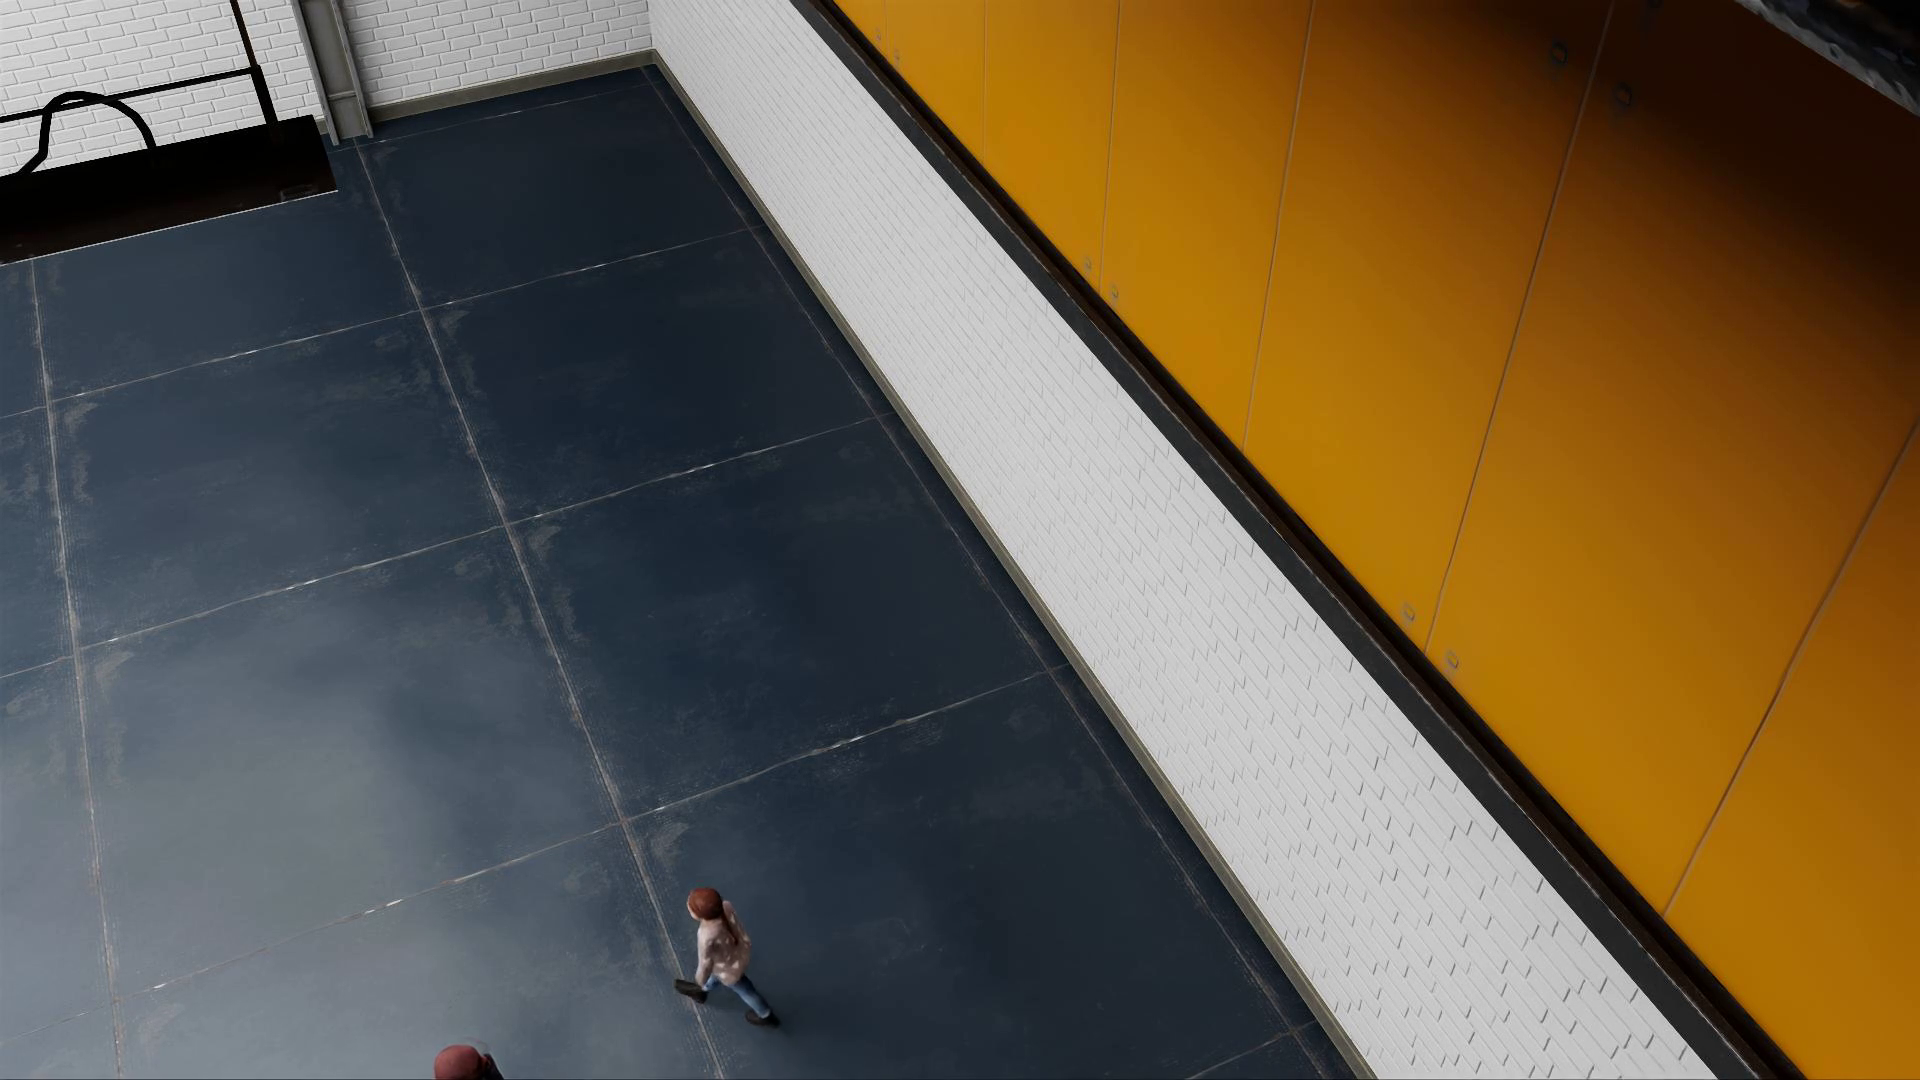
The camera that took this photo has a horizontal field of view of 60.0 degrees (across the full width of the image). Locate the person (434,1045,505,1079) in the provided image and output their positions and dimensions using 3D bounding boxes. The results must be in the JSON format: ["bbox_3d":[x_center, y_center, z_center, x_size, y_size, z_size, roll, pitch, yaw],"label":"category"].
[{"bbox_3d":[-2.215,2.902,7.888,0.637,1.825,0.719,-23,48,-22],"label":"person"}]

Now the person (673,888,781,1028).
[{"bbox_3d":[-1.209,2.290,9.016,0.907,1.156,0.821,12,45,12],"label":"person"}]
